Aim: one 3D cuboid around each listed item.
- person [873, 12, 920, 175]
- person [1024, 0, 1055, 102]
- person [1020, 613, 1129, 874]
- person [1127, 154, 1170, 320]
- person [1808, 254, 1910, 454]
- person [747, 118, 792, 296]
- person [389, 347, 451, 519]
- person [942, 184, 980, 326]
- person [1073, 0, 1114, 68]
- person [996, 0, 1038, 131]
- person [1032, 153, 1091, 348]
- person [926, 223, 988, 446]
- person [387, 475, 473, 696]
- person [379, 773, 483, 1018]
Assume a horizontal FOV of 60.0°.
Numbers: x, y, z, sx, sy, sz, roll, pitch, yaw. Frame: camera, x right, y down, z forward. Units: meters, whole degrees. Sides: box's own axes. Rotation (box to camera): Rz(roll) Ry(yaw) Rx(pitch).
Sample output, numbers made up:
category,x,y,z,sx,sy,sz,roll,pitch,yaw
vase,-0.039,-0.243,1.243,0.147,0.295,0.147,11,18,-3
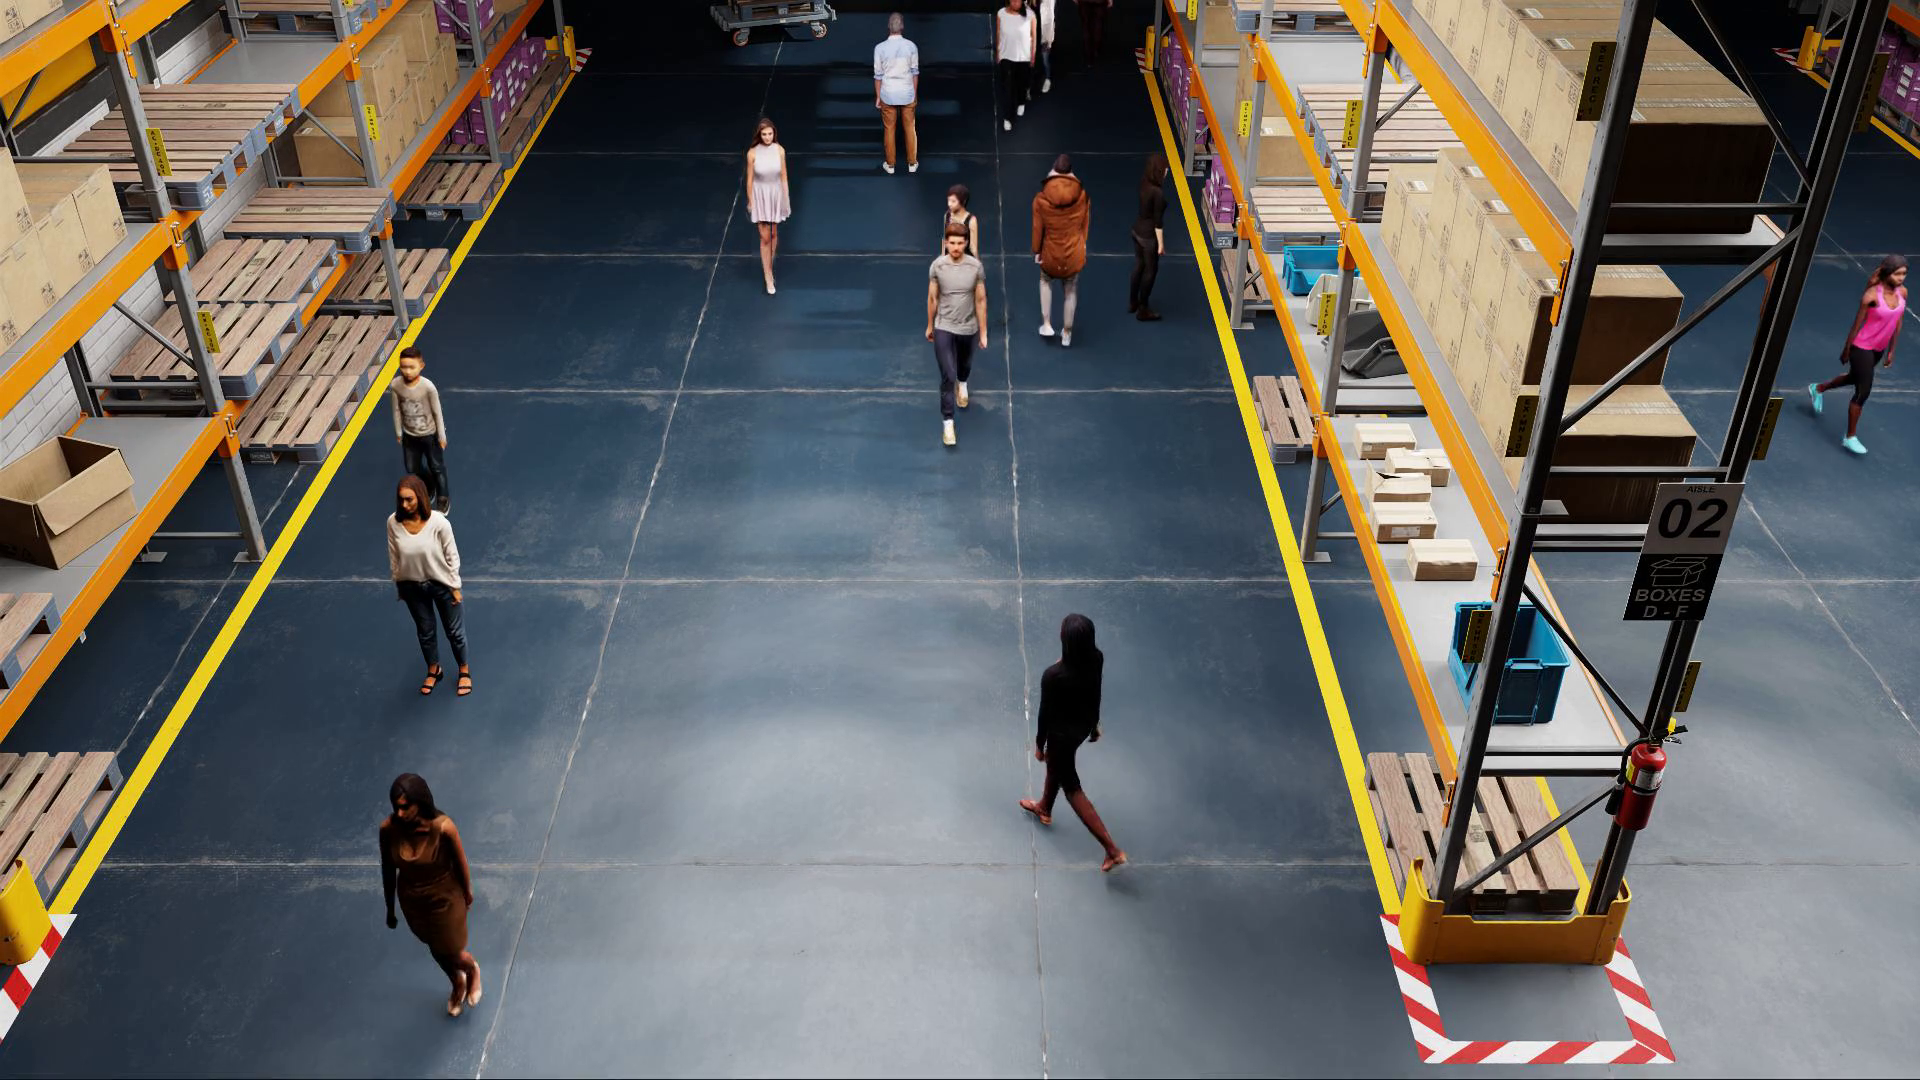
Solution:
category,x,y,z,sx,sy,sz,roll,pitch,yaw
person,-0.714,-5.127,19.109,0.698,1.827,0.598,-3,34,-4
person,1.049,-6.487,21.357,0.874,1.603,1.140,13,36,19
person,0.701,1.193,9.727,1.121,1.689,1.190,-29,43,-36
person,1.779,-2.909,15.946,0.693,1.635,0.570,-13,36,-19
person,7.570,-1.636,13.981,0.741,1.690,1.166,-8,35,-12
person,-1.931,-3.370,16.531,0.704,1.754,0.866,-9,35,-13
person,-4.200,-0.877,13.052,0.565,1.453,0.584,2,34,2
person,0.062,-2.612,15.585,0.696,1.541,0.752,25,41,33
person,1.787,-7.276,22.326,0.706,1.845,0.832,0,34,0
person,0.713,-5.994,20.575,0.720,1.647,1.098,4,34,5
person,0.953,-2.624,15.348,0.686,1.823,0.670,-1,34,-2
person,-0.028,-1.837,14.135,0.701,1.855,1.216,-1,34,-2
person,-3.530,0.294,11.085,0.620,1.683,0.543,2,34,3
person,-2.751,1.841,8.763,0.599,1.676,0.614,4,34,6
